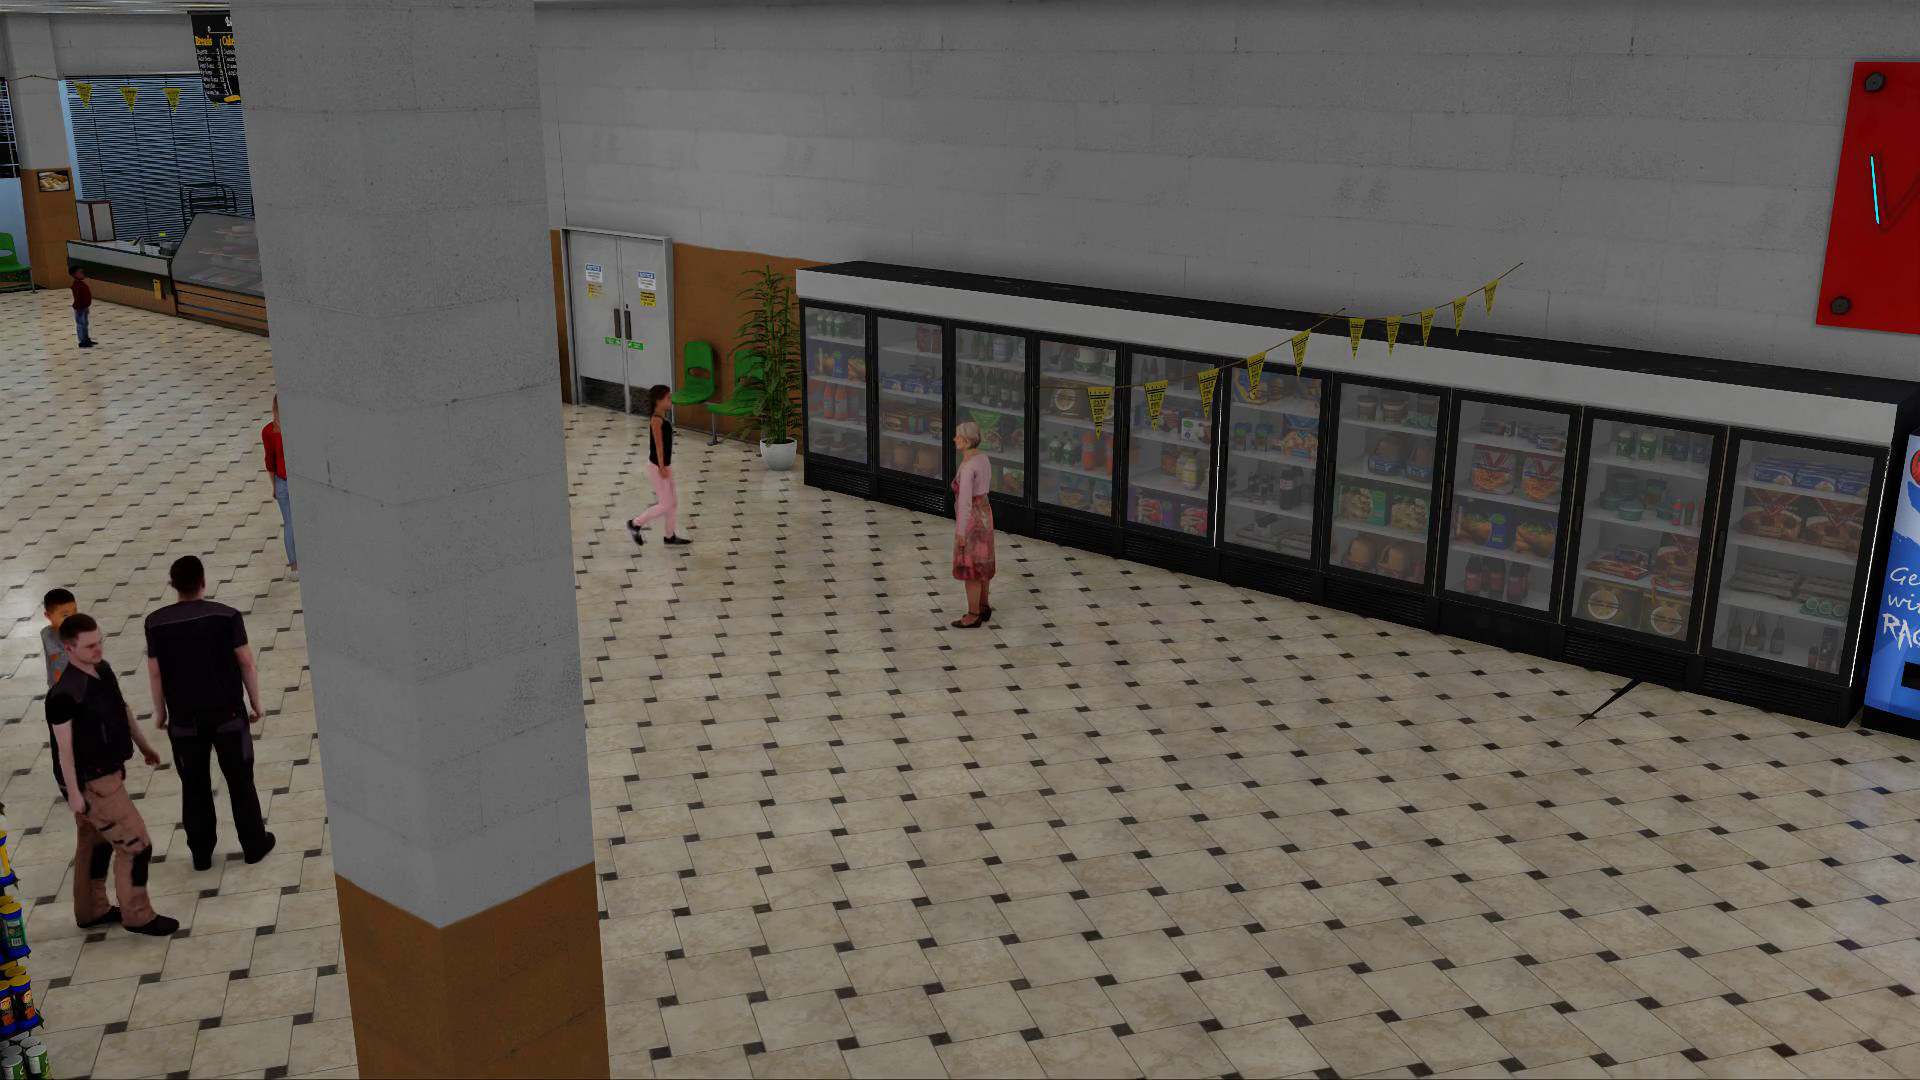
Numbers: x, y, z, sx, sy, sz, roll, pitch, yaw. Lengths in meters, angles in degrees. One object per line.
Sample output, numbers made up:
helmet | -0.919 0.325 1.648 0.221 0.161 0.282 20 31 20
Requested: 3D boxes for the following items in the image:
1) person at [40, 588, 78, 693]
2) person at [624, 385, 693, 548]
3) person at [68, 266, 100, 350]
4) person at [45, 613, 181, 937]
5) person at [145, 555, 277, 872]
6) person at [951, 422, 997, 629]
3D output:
person | -5.577 0.909 10.389 0.654 1.440 0.532 10 19 29
person | -2.825 -0.660 15.365 0.849 1.551 0.831 0 17 1
person | -13.467 -3.573 25.471 0.631 1.254 0.577 -2 17 -8
person | -4.609 1.241 8.660 0.991 1.810 0.930 -4 17 -13
person | -4.285 0.978 9.465 0.759 1.845 0.869 -4 17 -14
person | 0.120 -0.123 13.354 0.718 1.693 0.607 6 18 19
